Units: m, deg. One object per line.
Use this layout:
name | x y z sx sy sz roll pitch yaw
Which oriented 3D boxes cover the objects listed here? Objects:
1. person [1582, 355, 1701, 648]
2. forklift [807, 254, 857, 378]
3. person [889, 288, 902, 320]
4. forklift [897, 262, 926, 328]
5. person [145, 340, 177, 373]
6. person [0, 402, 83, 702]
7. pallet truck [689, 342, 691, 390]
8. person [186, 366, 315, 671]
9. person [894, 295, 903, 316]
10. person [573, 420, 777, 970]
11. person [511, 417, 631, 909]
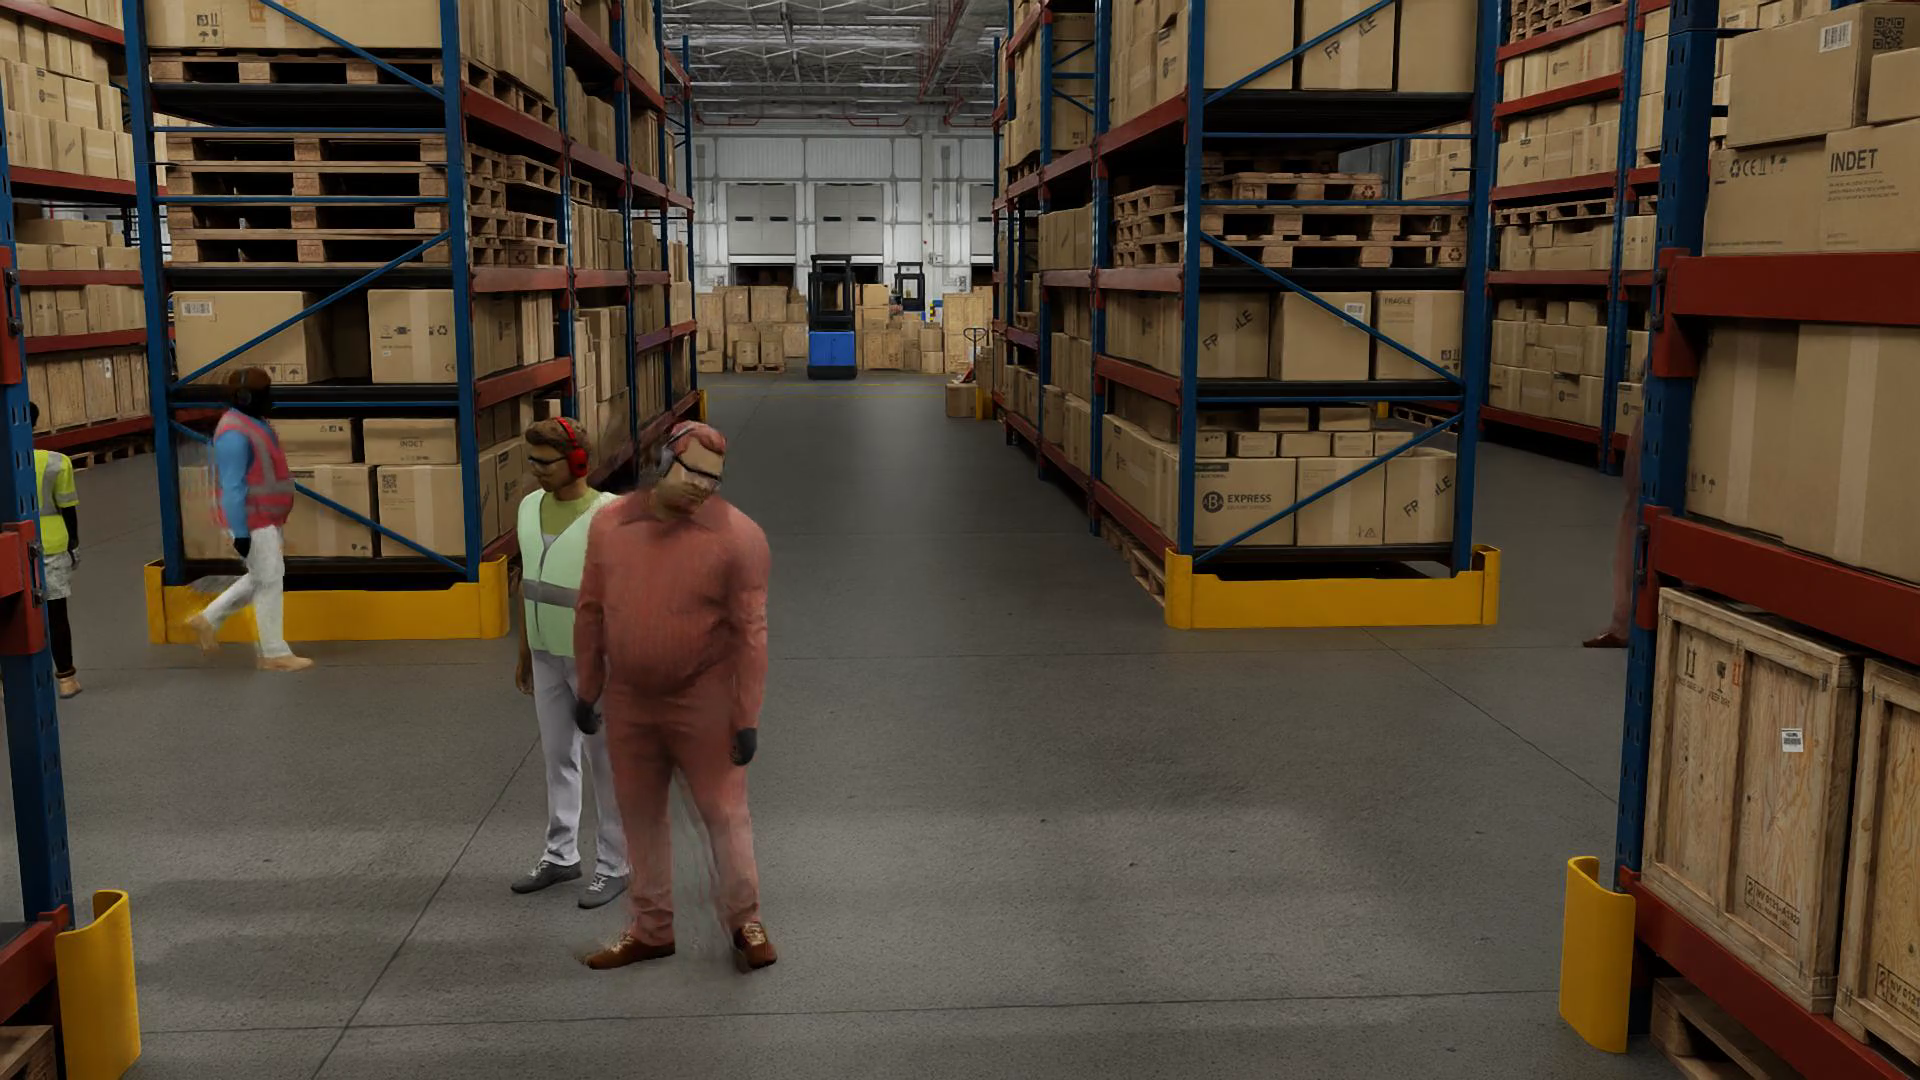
person | 4.418 -0.223 10.362 0.831 1.884 0.640 -1 9 -4
forklift | -2.942 -5.145 38.138 1.129 2.768 1.873 -1 9 -4
person | -2.297 -7.826 57.970 0.636 1.928 0.387 3 10 19
forklift | -1.780 -8.547 59.499 1.129 2.768 1.873 -1 9 -4
person | -13.947 -3.108 29.066 0.532 1.693 0.319 1 9 5
person | -5.147 0.060 9.192 0.535 1.689 0.317 -4 10 -24
pallet truck | -5.225 -3.008 27.480 1.885 1.965 0.823 2 9 14
person | -4.246 -0.114 9.846 0.662 1.830 0.631 -2 9 -11
person | -2.158 -7.542 56.929 0.553 1.679 0.545 3 9 15
person | -0.955 0.539 5.592 0.733 1.882 0.422 2 9 14
person | -1.436 0.451 6.265 0.564 1.837 0.388 5 11 31
